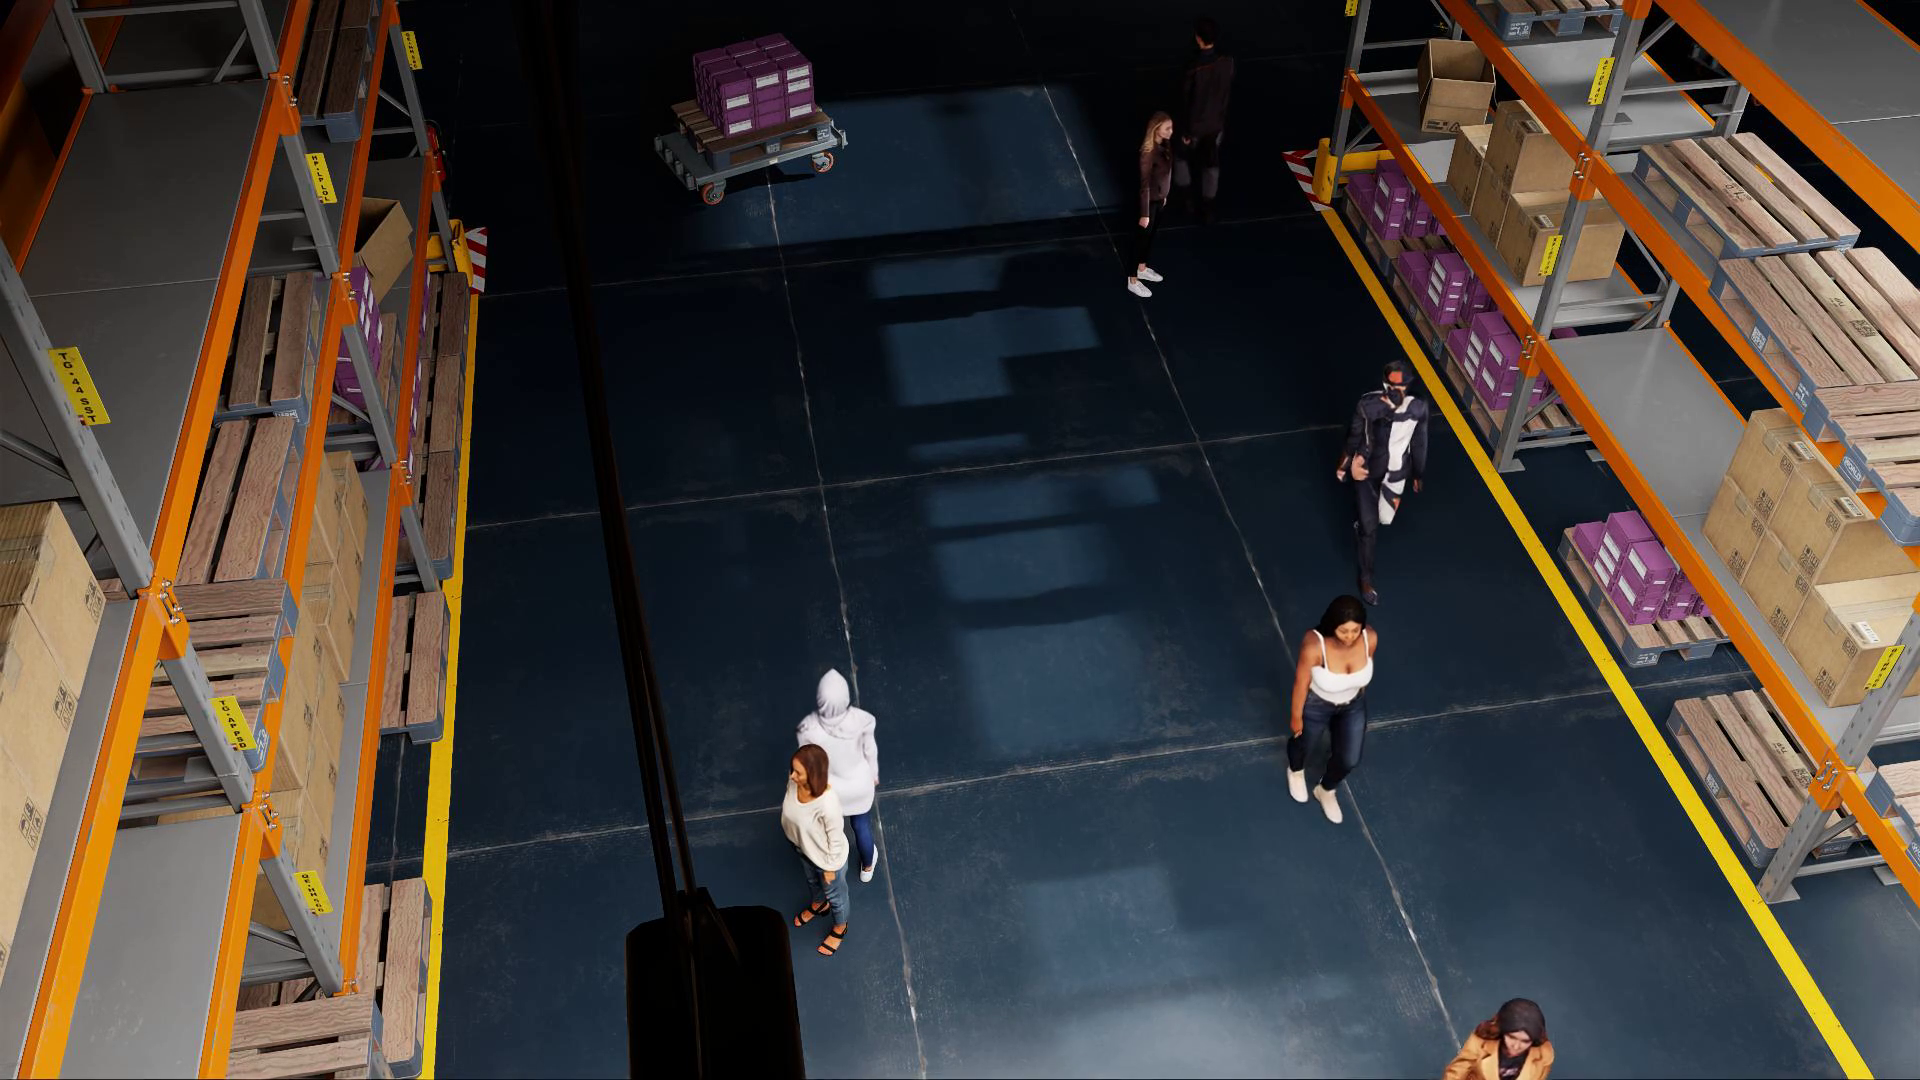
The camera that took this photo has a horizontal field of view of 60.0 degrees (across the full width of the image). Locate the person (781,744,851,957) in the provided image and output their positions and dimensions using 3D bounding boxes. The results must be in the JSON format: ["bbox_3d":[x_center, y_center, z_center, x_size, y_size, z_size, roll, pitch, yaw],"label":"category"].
[{"bbox_3d":[-0.789,1.703,9.329,0.755,1.683,0.638,-29,51,-27],"label":"person"}]

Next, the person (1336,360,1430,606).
[{"bbox_3d":[2.904,-0.507,11.531,0.797,1.845,1.040,-2,44,-2],"label":"person"}]

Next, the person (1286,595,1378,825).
[{"bbox_3d":[2.194,0.922,10.068,0.653,1.795,0.710,-6,44,-6],"label":"person"}]

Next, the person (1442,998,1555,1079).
[{"bbox_3d":[2.610,2.721,8.277,1.079,1.660,1.312,13,45,13],"label":"person"}]

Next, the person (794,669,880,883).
[{"bbox_3d":[-0.684,1.399,9.581,0.609,1.775,0.521,-5,44,-6],"label":"person"}]

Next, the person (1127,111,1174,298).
[{"bbox_3d":[1.617,-2.883,14.127,0.733,1.703,0.642,20,47,20],"label":"person"}]

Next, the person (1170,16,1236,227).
[{"bbox_3d":[2.204,-3.659,14.780,0.761,1.927,0.792,-13,45,-13],"label":"person"}]
